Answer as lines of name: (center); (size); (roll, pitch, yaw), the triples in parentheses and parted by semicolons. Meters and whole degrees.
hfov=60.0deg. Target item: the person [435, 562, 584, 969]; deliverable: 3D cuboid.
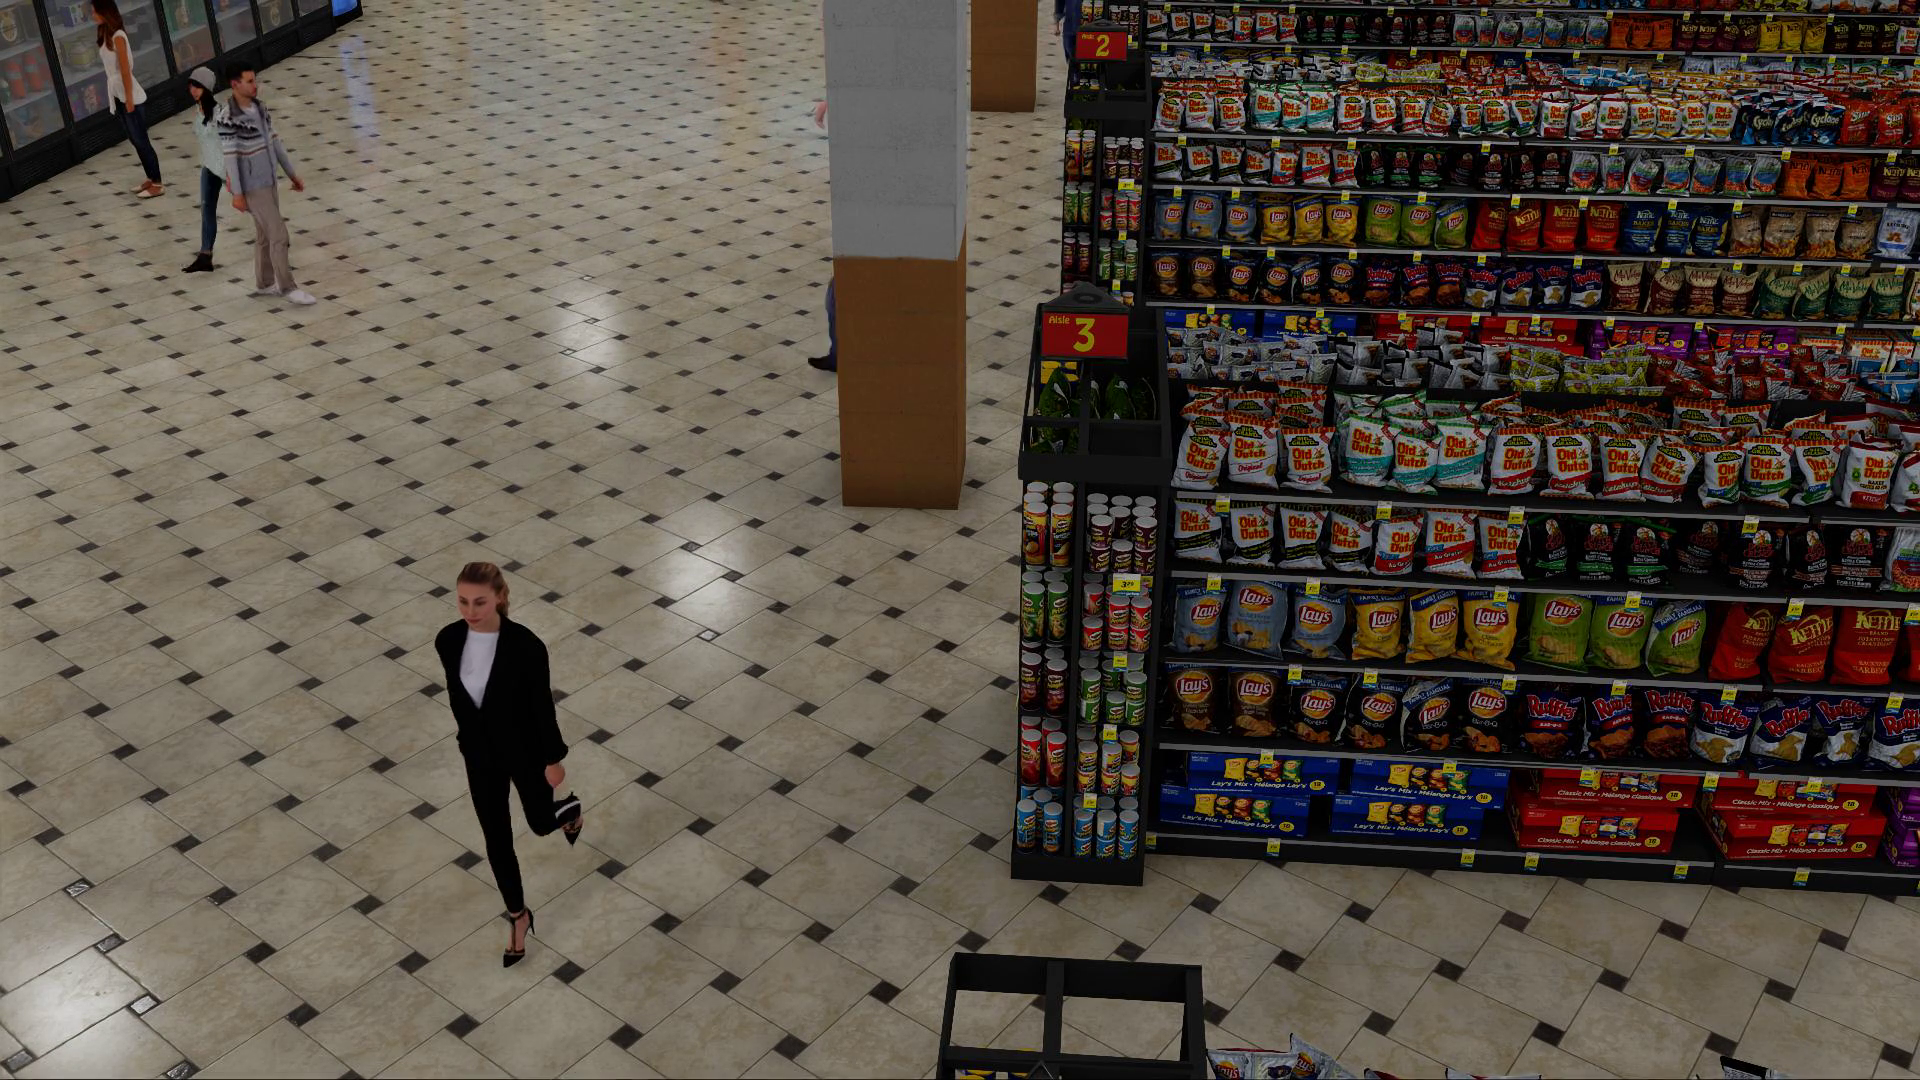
person: (-1.695, 0.793, 6.395); (0.948, 1.684, 0.740); (5, 29, 9)

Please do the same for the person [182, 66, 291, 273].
person: (-5.841, -2.969, 13.379); (1.140, 1.595, 1.051); (20, 35, 33)

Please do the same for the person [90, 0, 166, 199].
person: (-7.546, -4.026, 15.119); (0.726, 1.783, 0.656); (-24, 37, -36)

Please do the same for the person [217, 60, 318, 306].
person: (-5.417, -2.717, 12.657); (0.813, 1.844, 0.707); (3, 29, 5)
